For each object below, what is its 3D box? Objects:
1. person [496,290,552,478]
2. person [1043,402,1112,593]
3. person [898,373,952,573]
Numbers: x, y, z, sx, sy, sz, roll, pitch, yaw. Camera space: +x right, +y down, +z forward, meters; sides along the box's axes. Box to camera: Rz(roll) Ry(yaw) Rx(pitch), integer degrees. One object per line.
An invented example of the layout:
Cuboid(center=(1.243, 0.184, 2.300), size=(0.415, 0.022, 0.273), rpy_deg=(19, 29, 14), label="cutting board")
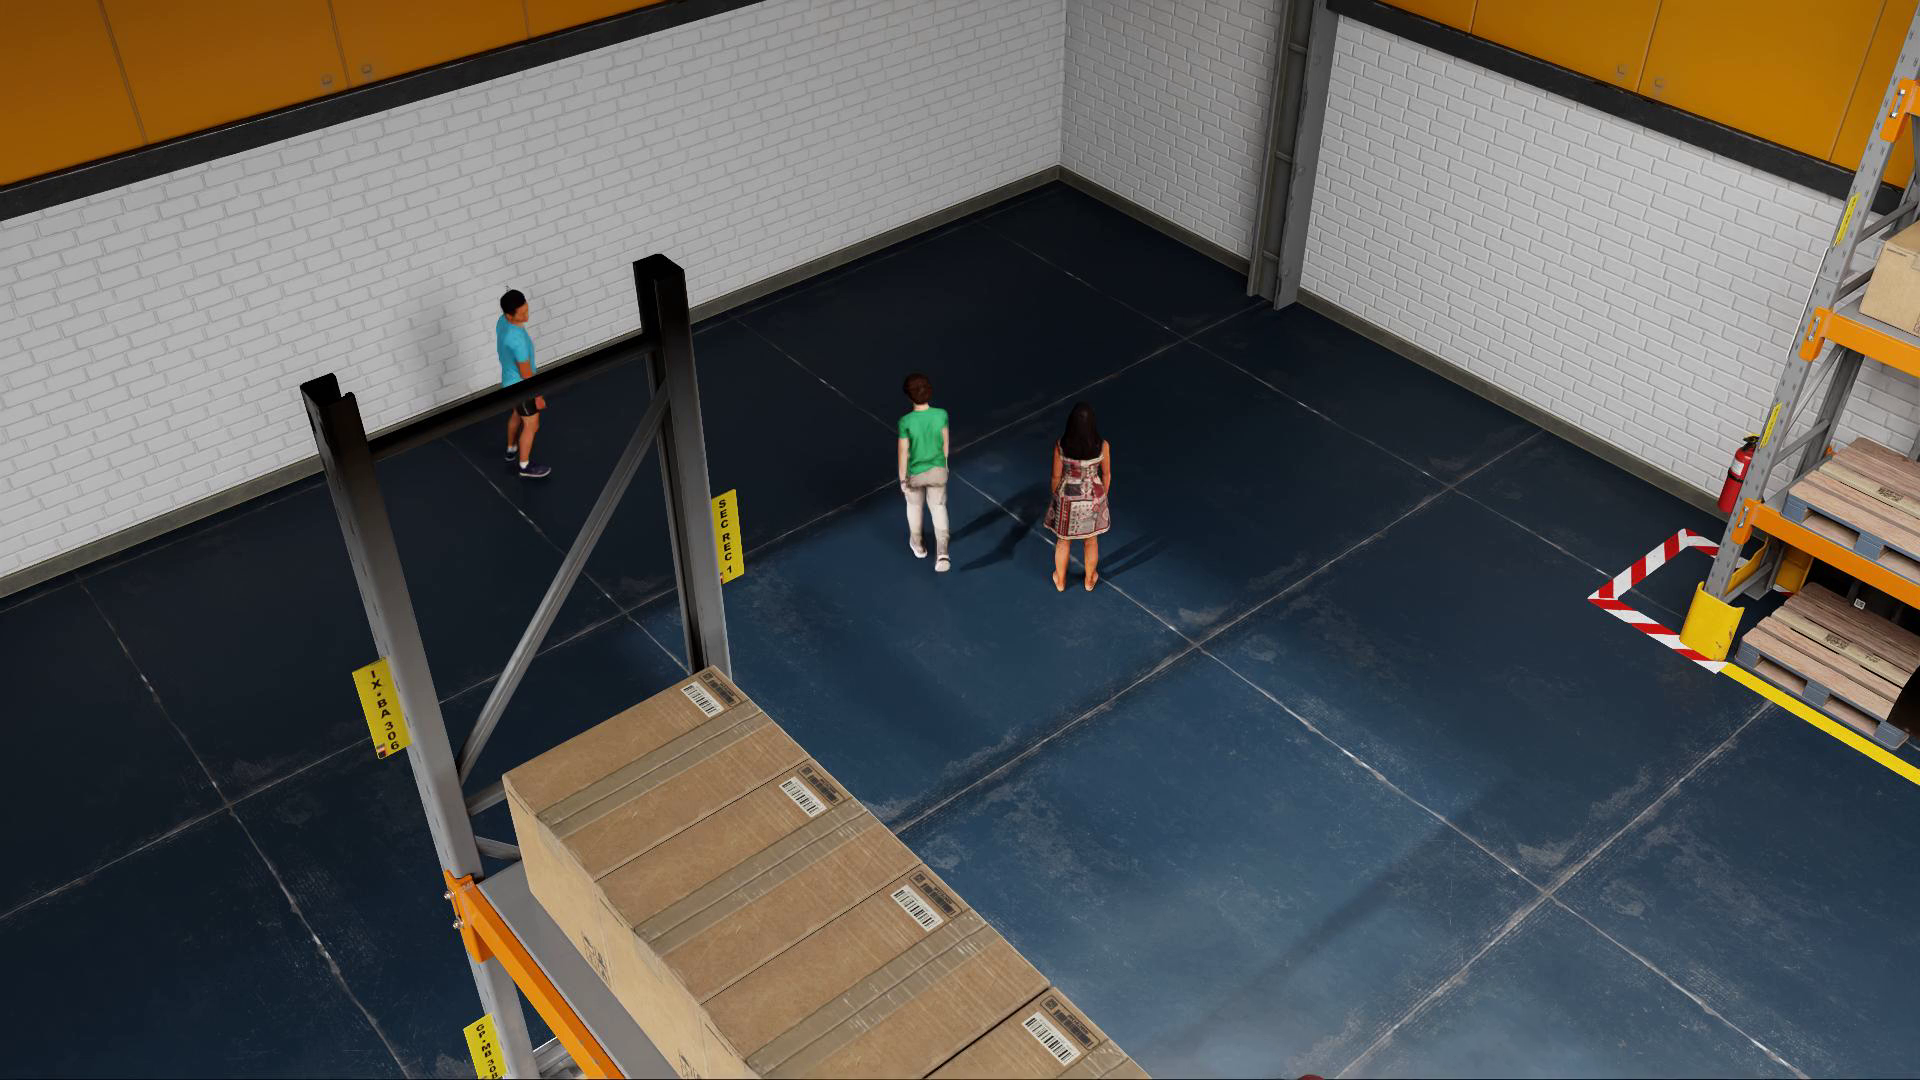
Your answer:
Cuboid(center=(-3.542, -1.234, 13.235), size=(0.933, 1.740, 0.628), rpy_deg=(-27, 46, -30), label="person")
Cuboid(center=(0.867, -0.307, 12.149), size=(0.719, 1.645, 0.754), rpy_deg=(0, 39, 0), label="person")
Cuboid(center=(-0.225, -0.447, 12.338), size=(0.817, 1.628, 0.999), rpy_deg=(-9, 39, -11), label="person")
